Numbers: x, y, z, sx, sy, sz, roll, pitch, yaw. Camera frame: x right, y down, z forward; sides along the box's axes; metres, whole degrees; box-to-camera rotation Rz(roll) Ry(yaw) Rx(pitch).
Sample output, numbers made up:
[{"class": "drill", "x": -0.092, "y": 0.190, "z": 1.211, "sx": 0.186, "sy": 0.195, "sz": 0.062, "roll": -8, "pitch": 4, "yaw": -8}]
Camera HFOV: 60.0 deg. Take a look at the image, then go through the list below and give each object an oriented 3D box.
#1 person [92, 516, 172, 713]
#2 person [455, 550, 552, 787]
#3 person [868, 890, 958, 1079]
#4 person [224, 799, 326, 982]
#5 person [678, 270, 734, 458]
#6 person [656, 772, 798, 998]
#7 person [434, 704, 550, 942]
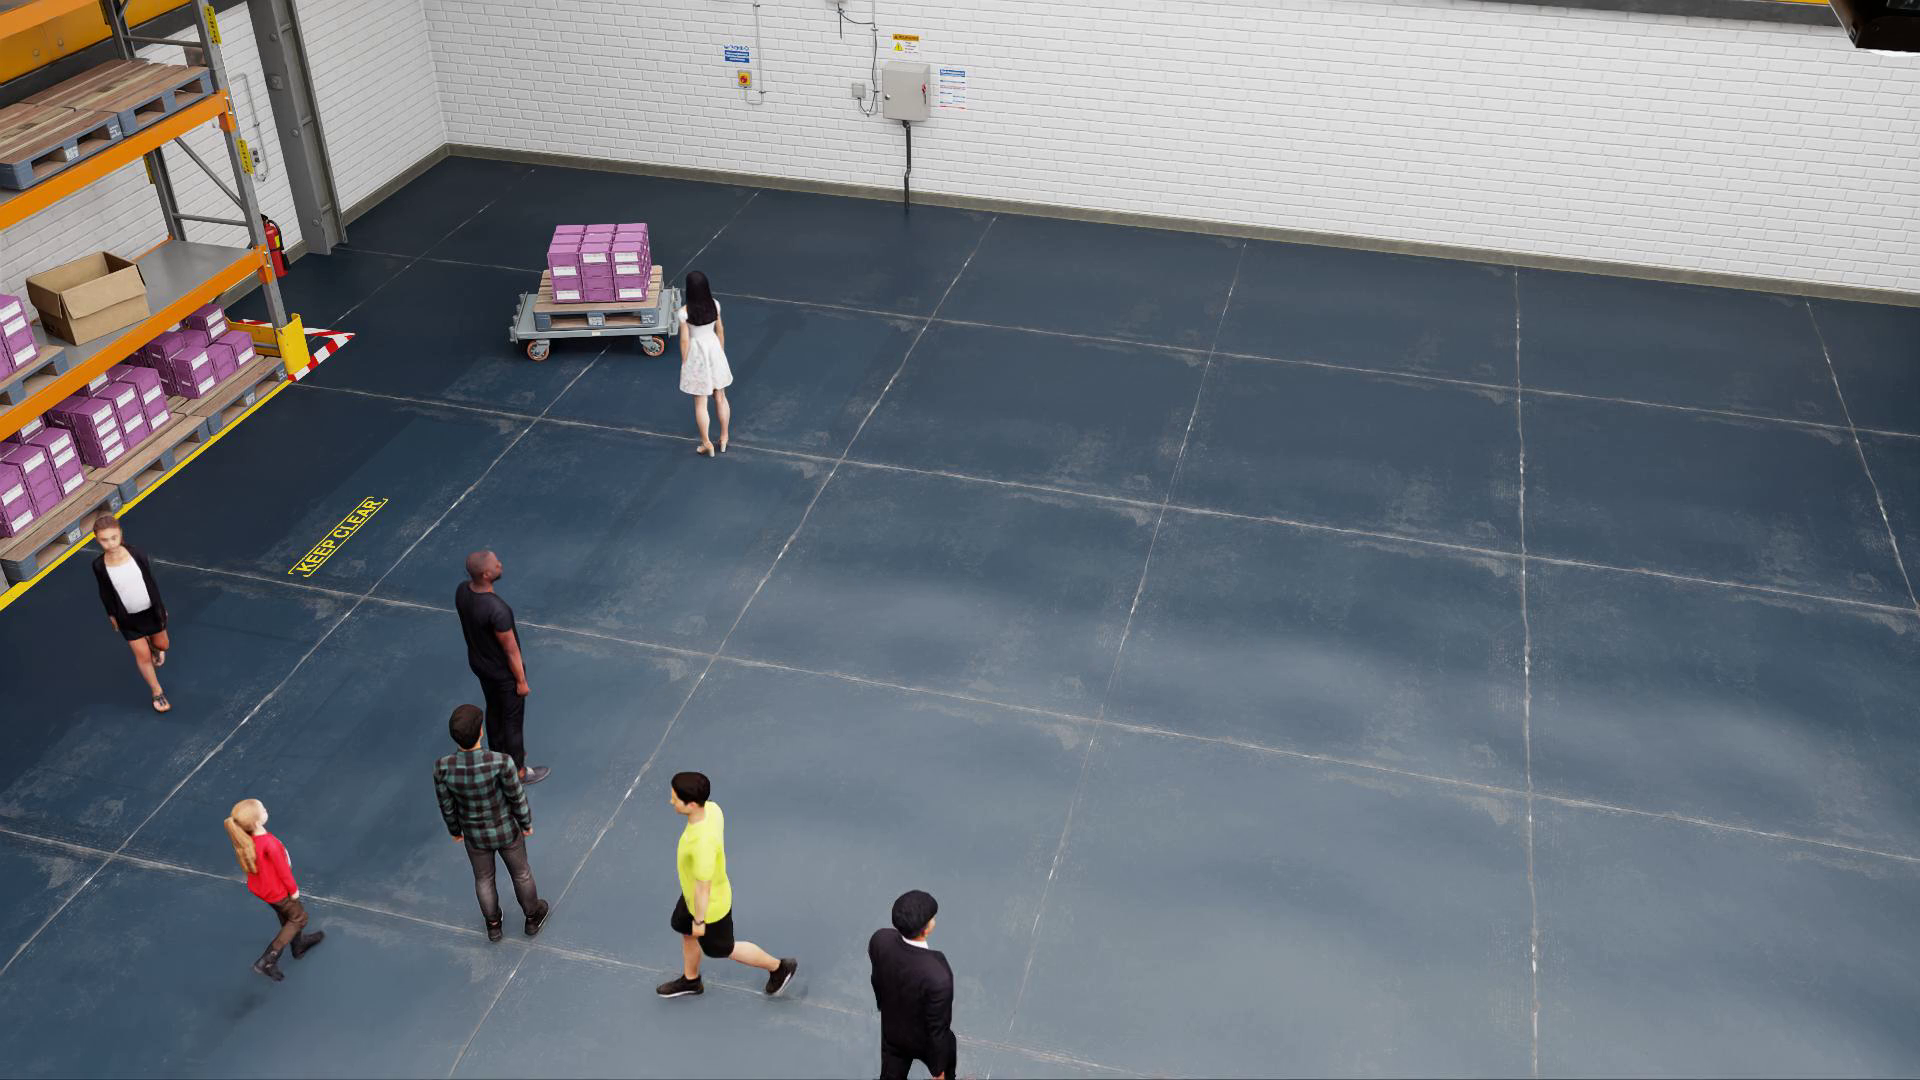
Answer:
[{"class": "person", "x": -5.884, "y": 0.464, "z": 11.870, "sx": 0.869, "sy": 1.541, "sz": 0.903, "roll": -20, "pitch": 39, "yaw": -27}, {"class": "person", "x": -3.073, "y": 0.849, "z": 11.040, "sx": 0.743, "sy": 1.818, "sz": 0.726, "roll": 28, "pitch": 43, "yaw": 36}, {"class": "person", "x": -0.305, "y": 2.553, "z": 8.454, "sx": 1.043, "sy": 1.844, "sz": 1.292, "roll": 25, "pitch": 41, "yaw": 33}, {"class": "person", "x": -4.050, "y": 2.051, "z": 9.723, "sx": 0.631, "sy": 1.274, "sz": 0.796, "roll": 20, "pitch": 39, "yaw": 27}, {"class": "person", "x": -2.257, "y": -1.561, "z": 14.706, "sx": 0.770, "sy": 1.775, "sz": 0.834, "roll": -19, "pitch": 38, "yaw": -26}, {"class": "person", "x": -1.357, "y": 1.998, "z": 9.435, "sx": 1.007, "sy": 1.682, "sz": 1.086, "roll": -8, "pitch": 34, "yaw": -12}, {"class": "person", "x": -2.773, "y": 1.676, "z": 9.843, "sx": 0.737, "sy": 1.715, "sz": 0.670, "roll": -4, "pitch": 34, "yaw": -6}]
